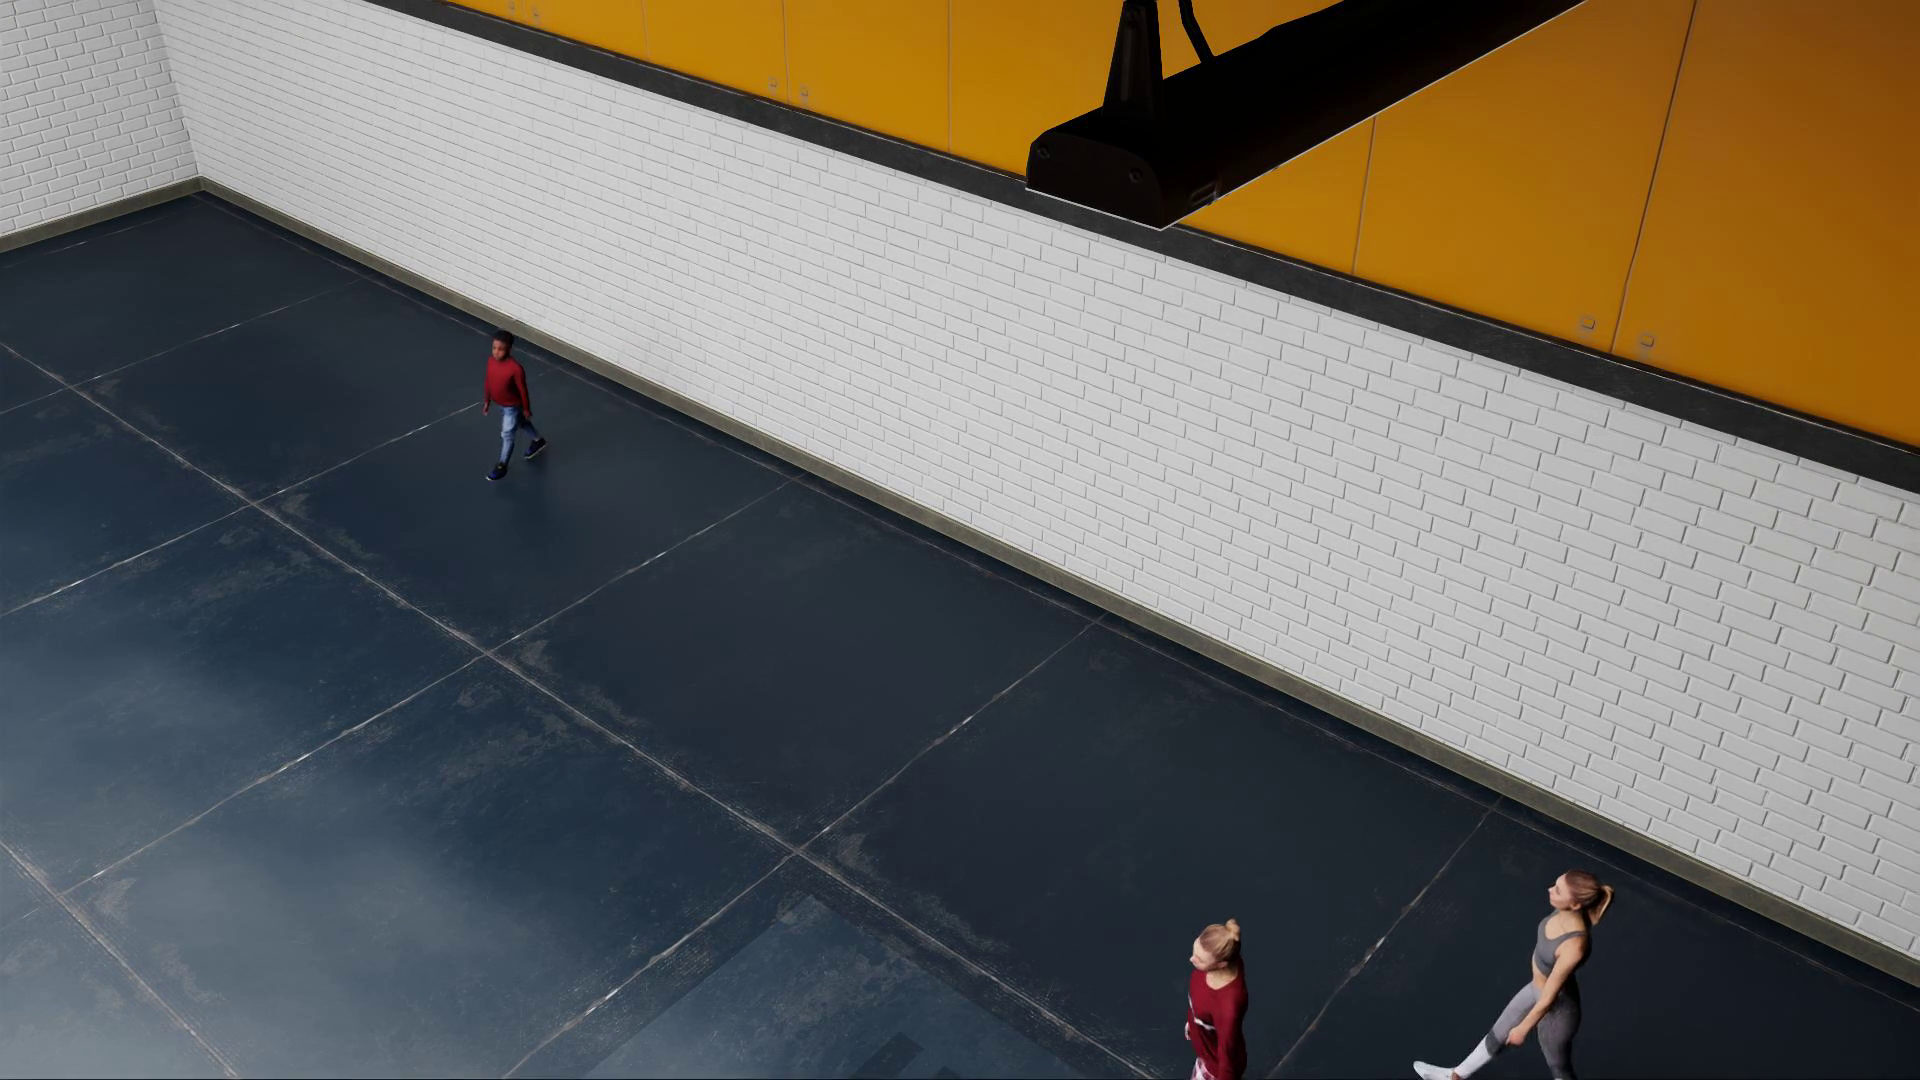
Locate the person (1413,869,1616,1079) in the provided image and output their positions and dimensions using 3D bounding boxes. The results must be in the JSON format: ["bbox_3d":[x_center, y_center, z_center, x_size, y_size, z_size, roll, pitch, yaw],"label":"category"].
[{"bbox_3d":[2.869,2.212,7.818,0.967,1.670,1.064,7,34,11],"label":"person"}]

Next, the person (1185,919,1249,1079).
[{"bbox_3d":[1.236,2.331,7.629,0.938,1.681,0.895,3,34,4],"label":"person"}]

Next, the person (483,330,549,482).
[{"bbox_3d":[-3.541,-1.133,13.250,0.521,1.227,0.888,23,40,30],"label":"person"}]
